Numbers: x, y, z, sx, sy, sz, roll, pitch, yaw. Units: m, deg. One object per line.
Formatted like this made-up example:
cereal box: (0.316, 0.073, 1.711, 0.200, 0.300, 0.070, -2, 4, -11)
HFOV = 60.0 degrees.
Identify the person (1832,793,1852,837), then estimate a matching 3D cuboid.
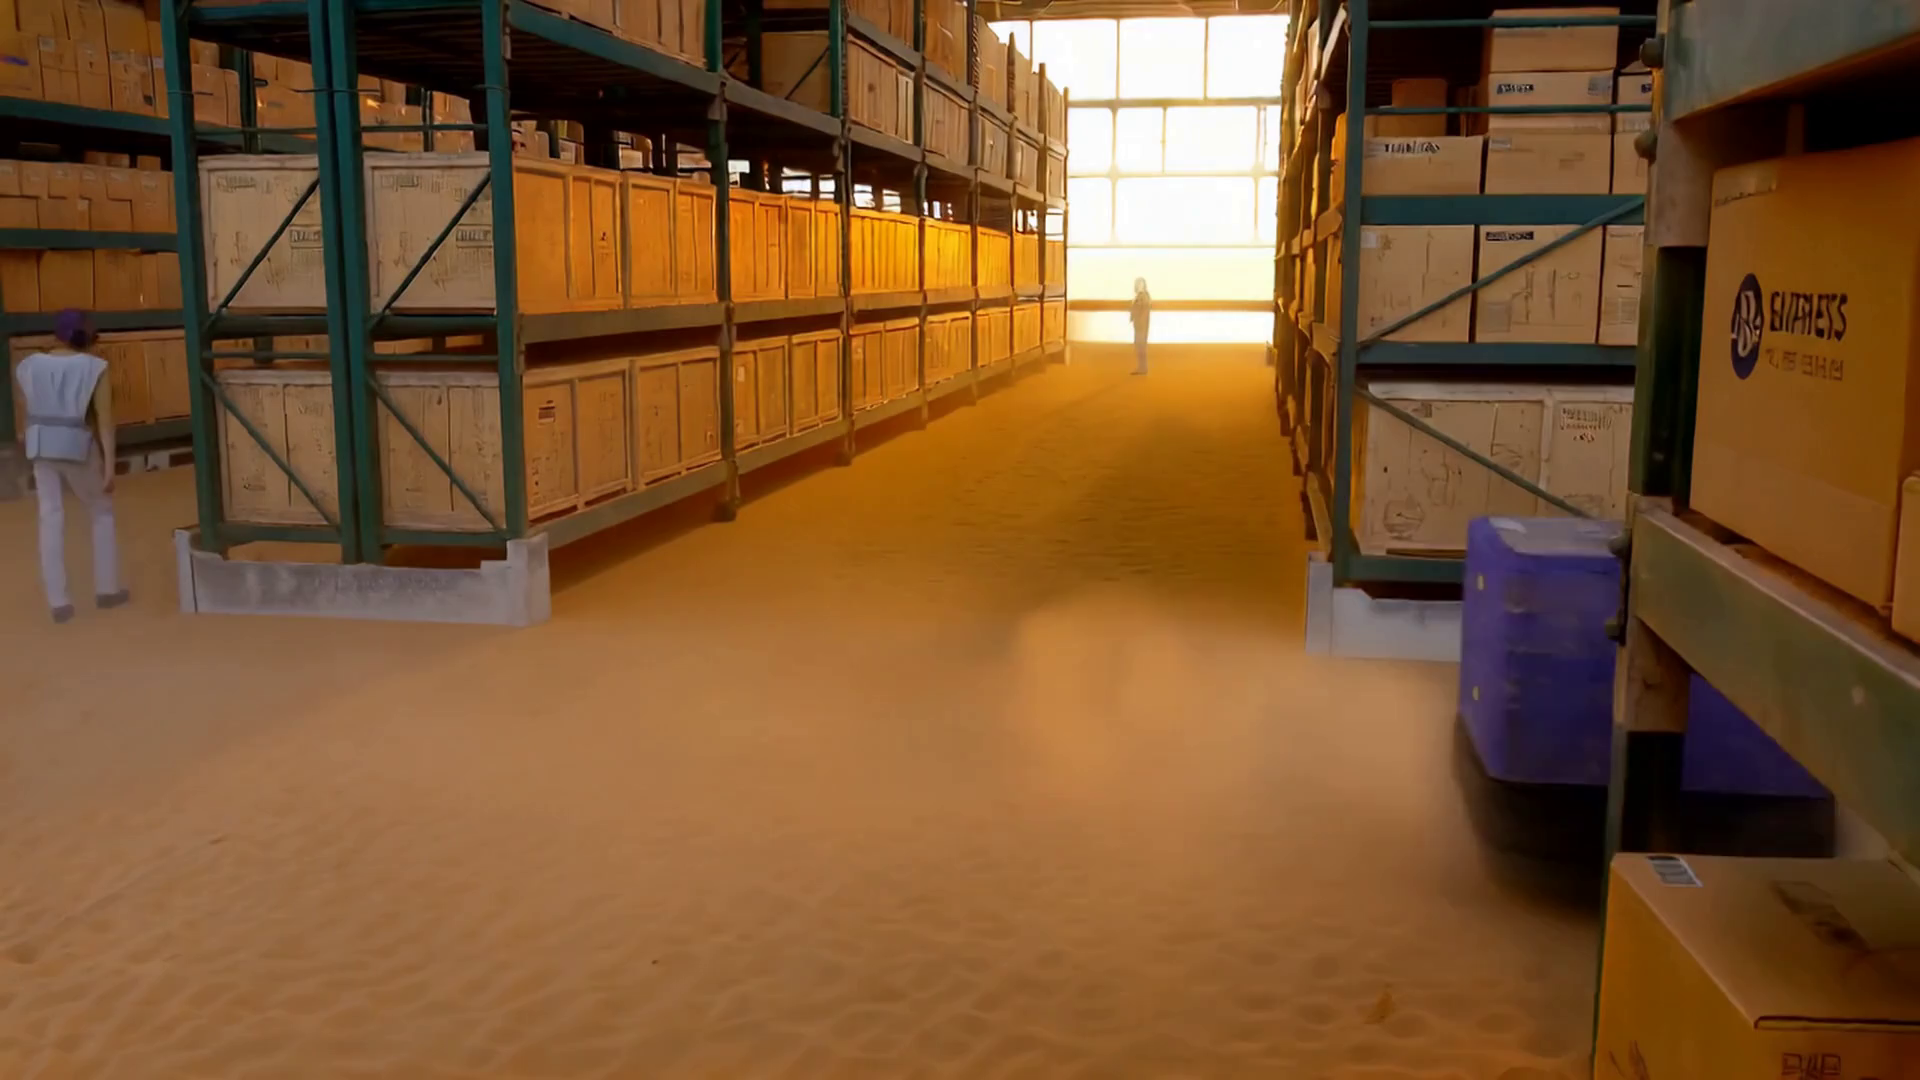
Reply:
person: (2.801, 0.132, 5.515, 0.540, 2.020, 0.631, 4, 10, 25)

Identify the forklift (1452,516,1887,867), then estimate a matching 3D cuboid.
forklift: (2.782, -0.333, 5.753, 1.873, 2.768, 1.129, 2, 9, 10)

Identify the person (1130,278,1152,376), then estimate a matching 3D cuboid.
person: (3.532, -4.174, 32.581, 0.410, 1.913, 0.642, 3, 10, 15)

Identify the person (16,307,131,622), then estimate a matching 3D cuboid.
person: (-5.221, -0.456, 9.804, 0.612, 1.808, 0.754, -1, 9, -5)
